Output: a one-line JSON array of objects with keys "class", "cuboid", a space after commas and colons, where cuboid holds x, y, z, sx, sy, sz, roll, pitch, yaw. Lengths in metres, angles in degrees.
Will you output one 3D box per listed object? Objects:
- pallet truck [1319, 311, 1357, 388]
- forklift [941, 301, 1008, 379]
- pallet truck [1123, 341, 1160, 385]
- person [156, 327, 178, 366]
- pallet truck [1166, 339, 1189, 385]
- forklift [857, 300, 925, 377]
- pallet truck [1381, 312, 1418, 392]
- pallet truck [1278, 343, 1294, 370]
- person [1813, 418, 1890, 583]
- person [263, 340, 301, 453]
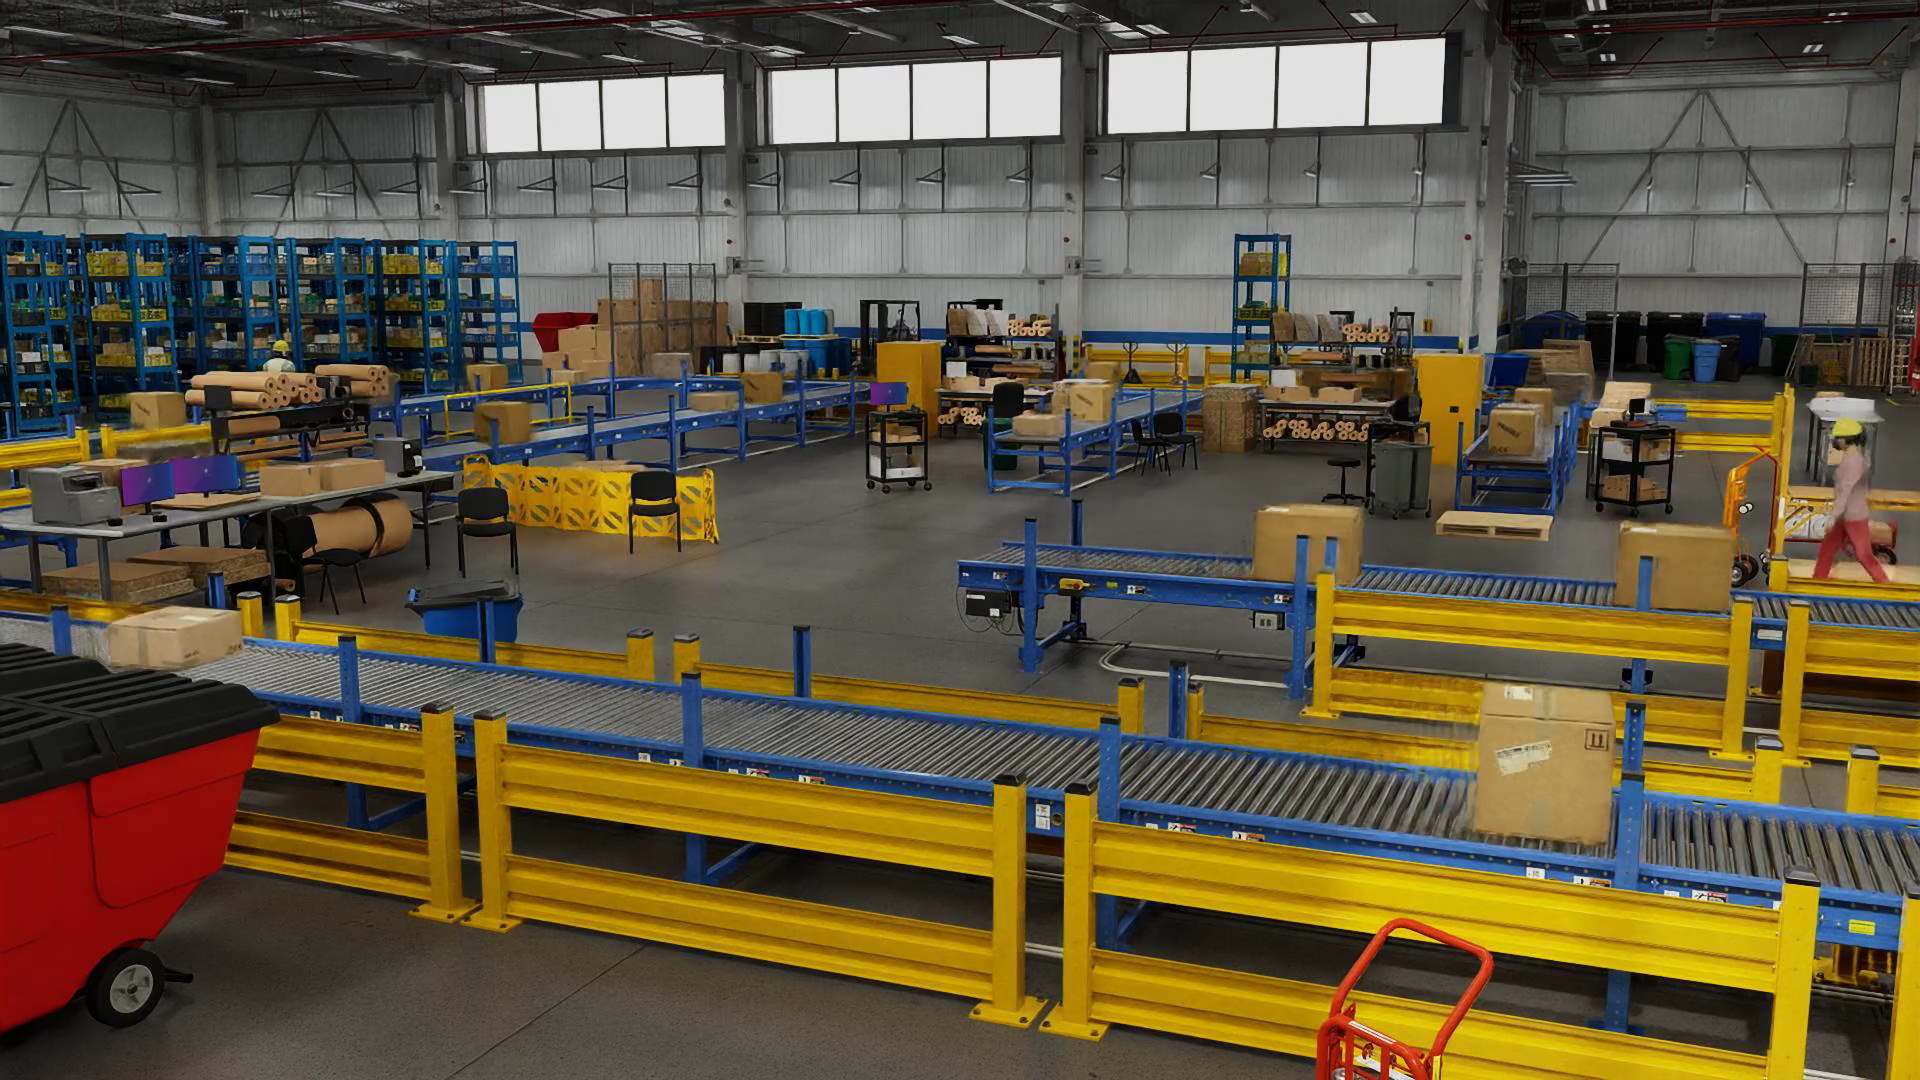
[{"class": "pallet truck", "cuboid": [9.071, -4.419, 39.190, 0.823, 1.965, 1.885, 5, 10, 26]}, {"class": "forklift", "cuboid": [0.365, -4.966, 41.571, 1.157, 1.987, 2.680, 3, 10, 20]}, {"class": "pallet truck", "cuboid": [4.445, -4.380, 41.279, 0.680, 1.201, 1.601, 4, 10, 22]}, {"class": "person", "cuboid": [-17.985, -4.058, 37.521, 0.573, 1.830, 0.401, -7, 11, -35]}, {"class": "pallet truck", "cuboid": [5.418, -4.269, 40.420, 0.704, 1.261, 1.522, 3, 10, 20]}, {"class": "forklift", "cuboid": [-1.732, -5.109, 42.468, 1.157, 1.987, 2.680, 4, 10, 22]}, {"class": "pallet truck", "cuboid": [10.207, -4.283, 38.369, 0.823, 1.965, 1.885, 3, 10, 20]}, {"class": "pallet truck", "cuboid": [7.886, -4.163, 39.743, 0.653, 1.274, 1.630, 4, 10, 22]}, {"class": "person", "cuboid": [7.772, -0.201, 14.473, 0.898, 1.722, 0.528, 3, 10, 16]}, {"class": "person", "cuboid": [-10.946, -2.312, 26.919, 0.587, 1.835, 0.404, 3, 10, 17]}]
